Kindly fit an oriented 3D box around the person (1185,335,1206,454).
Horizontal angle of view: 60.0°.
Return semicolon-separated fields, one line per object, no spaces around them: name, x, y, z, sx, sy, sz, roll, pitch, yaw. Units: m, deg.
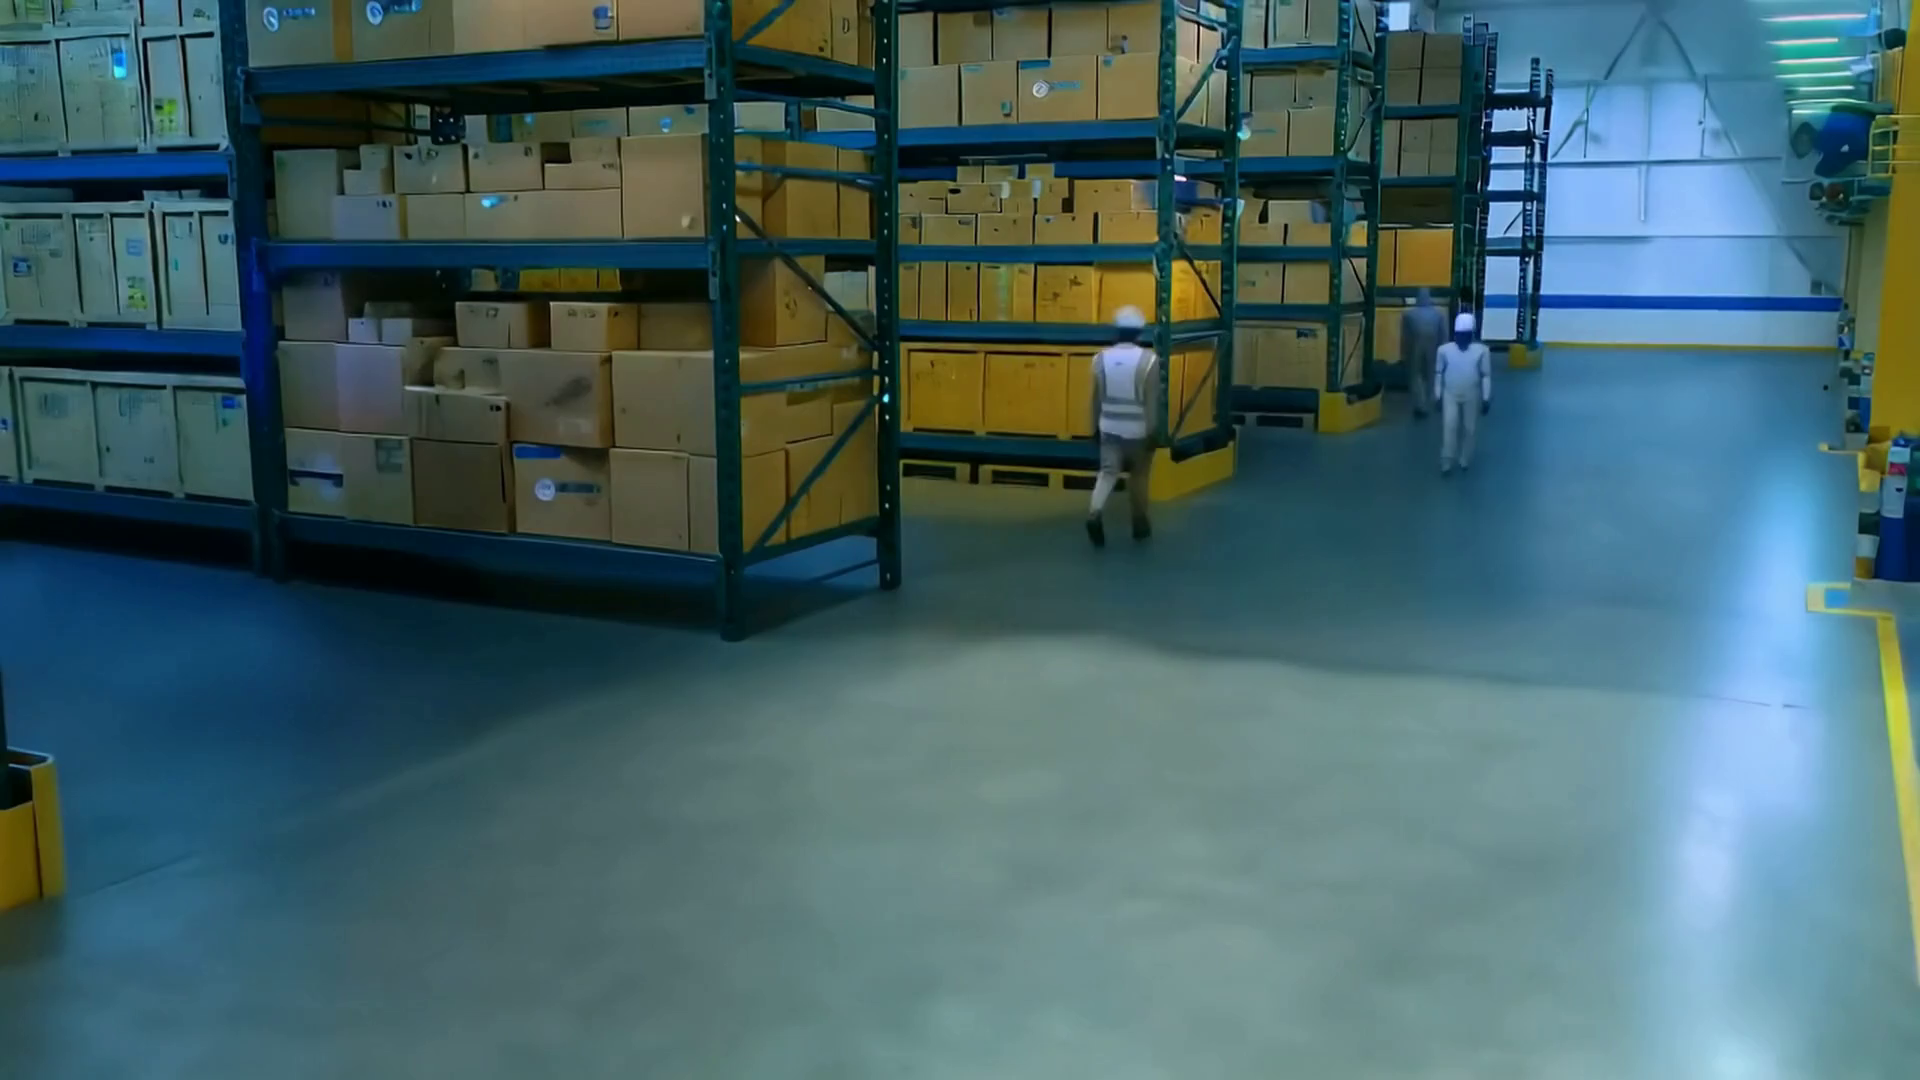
person;2.535;-1.900;19.125;0.576;1.879;0.991;-8;13;-38

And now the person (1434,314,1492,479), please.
person;5.242;-1.504;17.346;0.582;1.702;0.895;4;11;22

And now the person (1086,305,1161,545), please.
person;1.291;-0.909;13.290;0.614;1.924;0.838;5;11;27

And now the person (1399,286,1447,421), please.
person;6.457;-2.606;23.256;0.653;1.875;0.780;2;10;12
